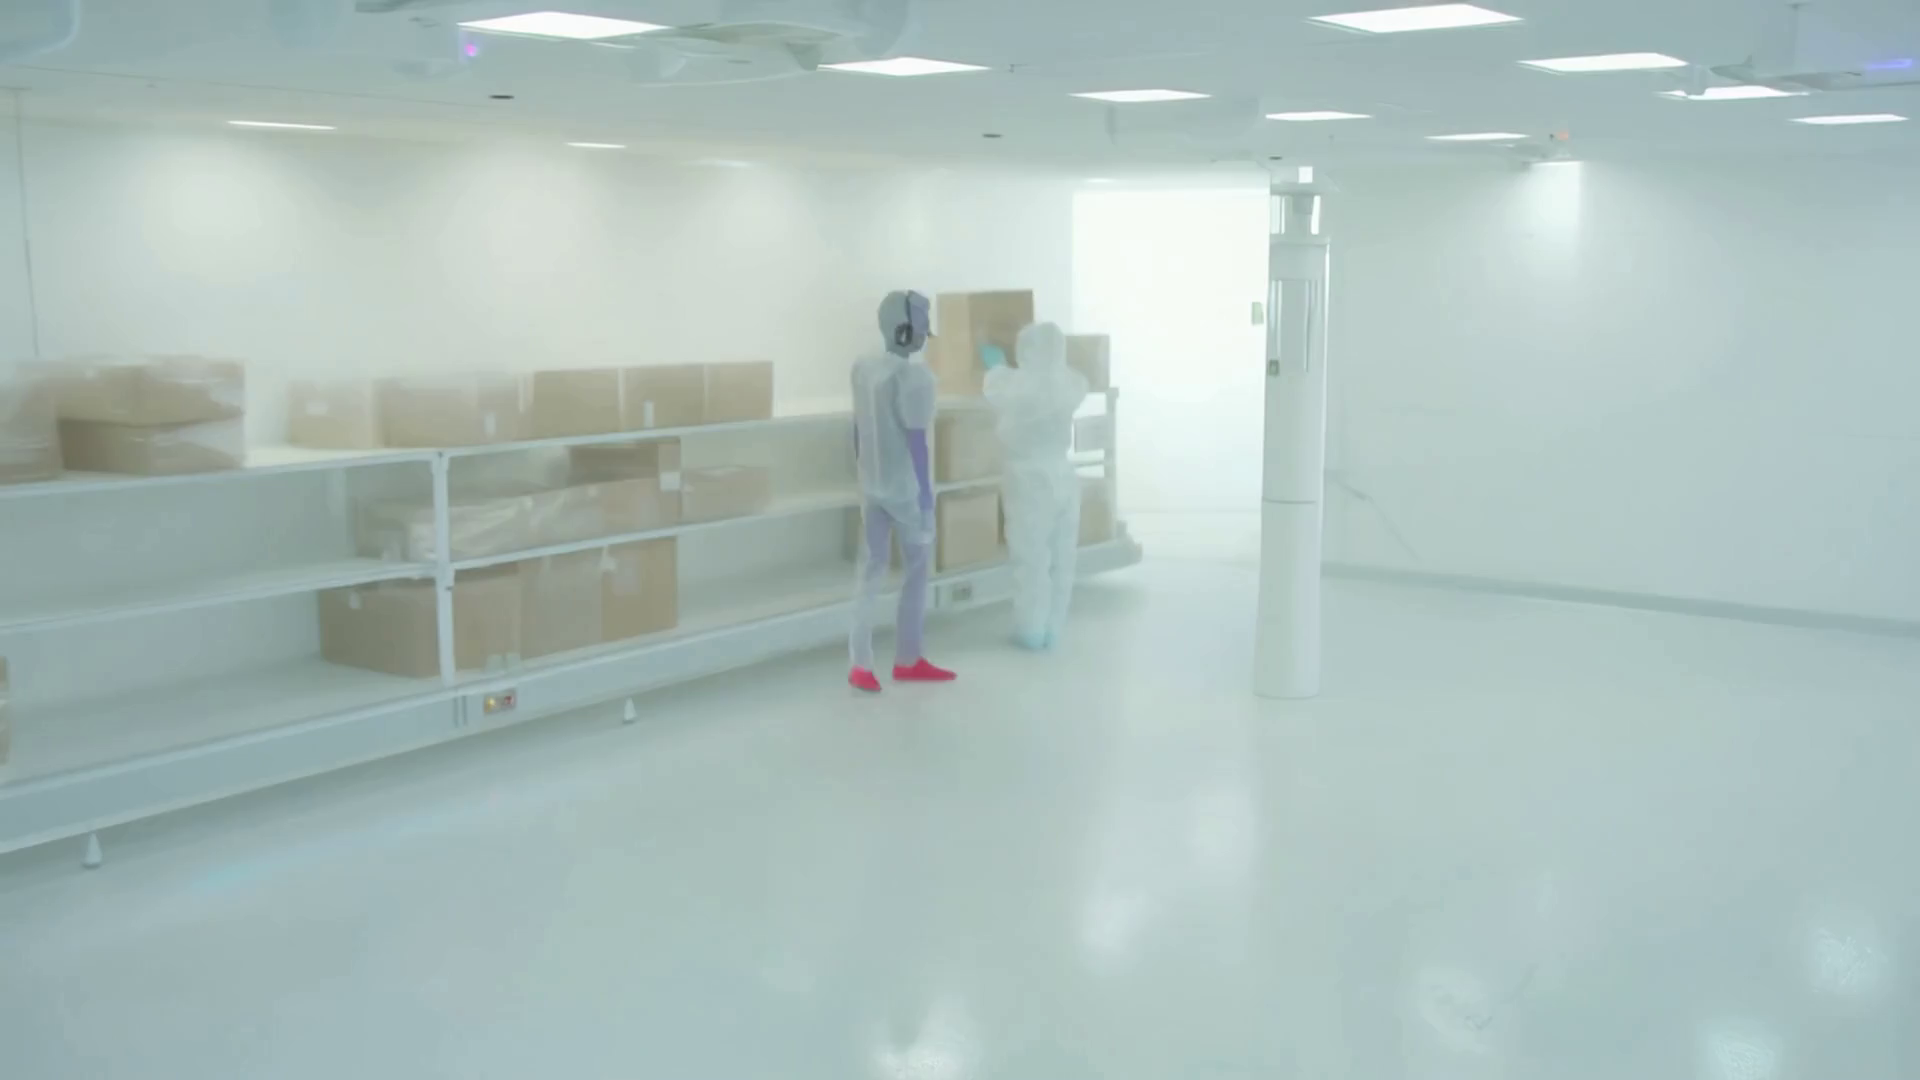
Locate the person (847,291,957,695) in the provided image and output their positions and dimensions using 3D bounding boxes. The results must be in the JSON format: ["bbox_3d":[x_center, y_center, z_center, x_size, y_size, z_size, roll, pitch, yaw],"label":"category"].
[{"bbox_3d":[-0.334,-0.196,7.503,0.597,1.834,0.651,9,13,42],"label":"person"}]
